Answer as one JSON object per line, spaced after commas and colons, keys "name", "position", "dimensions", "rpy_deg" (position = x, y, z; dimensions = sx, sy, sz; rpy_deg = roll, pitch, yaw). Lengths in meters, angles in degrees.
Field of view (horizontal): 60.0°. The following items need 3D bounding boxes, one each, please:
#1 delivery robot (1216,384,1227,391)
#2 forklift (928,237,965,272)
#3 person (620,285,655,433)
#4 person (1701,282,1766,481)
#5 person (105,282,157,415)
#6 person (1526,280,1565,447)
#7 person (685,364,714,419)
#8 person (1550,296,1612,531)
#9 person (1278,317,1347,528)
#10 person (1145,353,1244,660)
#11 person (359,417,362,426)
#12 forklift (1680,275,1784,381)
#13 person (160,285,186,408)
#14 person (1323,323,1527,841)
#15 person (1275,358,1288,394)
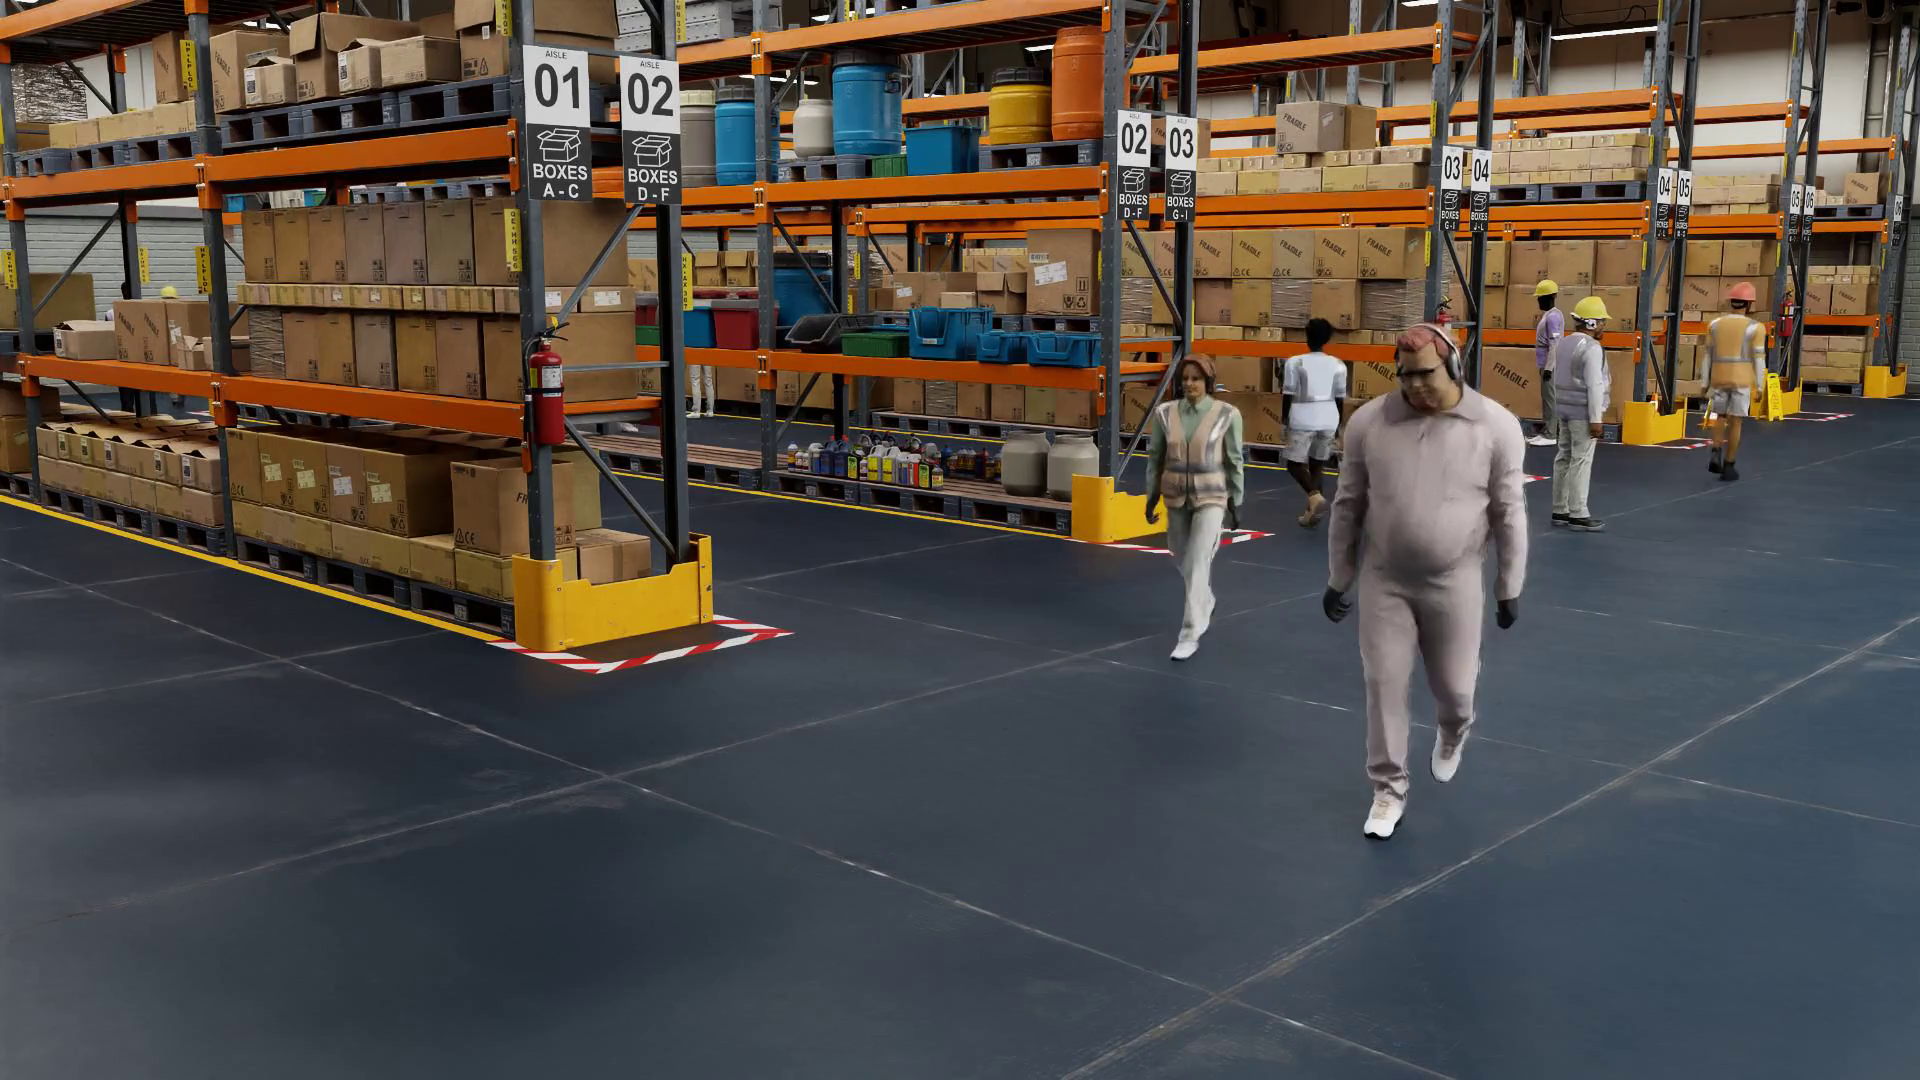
{"name": "delivery robot", "position": [3.393, -1.805, 21.838], "dimensions": [0.477, 0.478, 0.707], "rpy_deg": [-8, 12, -40]}
{"name": "forklift", "position": [-0.326, -5.817, 39.609], "dimensions": [1.129, 2.768, 1.873], "rpy_deg": [9, 13, 43]}
{"name": "person", "position": [-4.093, -2.266, 20.858], "dimensions": [0.650, 1.848, 0.515], "rpy_deg": [7, 12, 38]}
{"name": "person", "position": [7.569, -1.550, 16.252], "dimensions": [0.566, 1.917, 0.411], "rpy_deg": [9, 13, 44]}
{"name": "person", "position": [-9.454, -2.010, 19.075], "dimensions": [0.591, 1.922, 0.392], "rpy_deg": [-3, 10, -18]}
{"name": "person", "position": [6.817, -2.052, 19.330], "dimensions": [0.383, 1.921, 0.586], "rpy_deg": [3, 10, 16]}
{"name": "person", "position": [-3.596, -2.497, 22.936], "dimensions": [0.499, 1.634, 0.288], "rpy_deg": [-8, 12, -41]}
{"name": "person", "position": [4.935, -1.007, 13.191], "dimensions": [0.403, 1.831, 0.595], "rpy_deg": [-1, 9, -7]}
{"name": "person", "position": [2.788, -0.903, 13.020], "dimensions": [0.535, 1.673, 0.569], "rpy_deg": [-2, 10, -15]}
{"name": "person", "position": [1.292, -0.213, 9.012], "dimensions": [0.532, 1.615, 0.774], "rpy_deg": [5, 11, 30]}
{"name": "person", "position": [-6.642, -1.914, 18.343], "dimensions": [0.919, 1.958, 0.640], "rpy_deg": [7, 12, 36]}
{"name": "forklift", "position": [12.480, -3.427, 27.053], "dimensions": [1.214, 2.155, 2.313], "rpy_deg": [9, 13, 43]}
{"name": "person", "position": [-11.561, -2.837, 24.458], "dimensions": [0.603, 1.816, 0.675], "rpy_deg": [-3, 10, -19]}
{"name": "person", "position": [1.731, 0.124, 6.156], "dimensions": [0.699, 1.864, 0.709], "rpy_deg": [4, 10, 23]}
{"name": "person", "position": [3.967, -2.099, 19.566], "dimensions": [0.548, 1.937, 0.379], "rpy_deg": [-1, 9, -7]}
